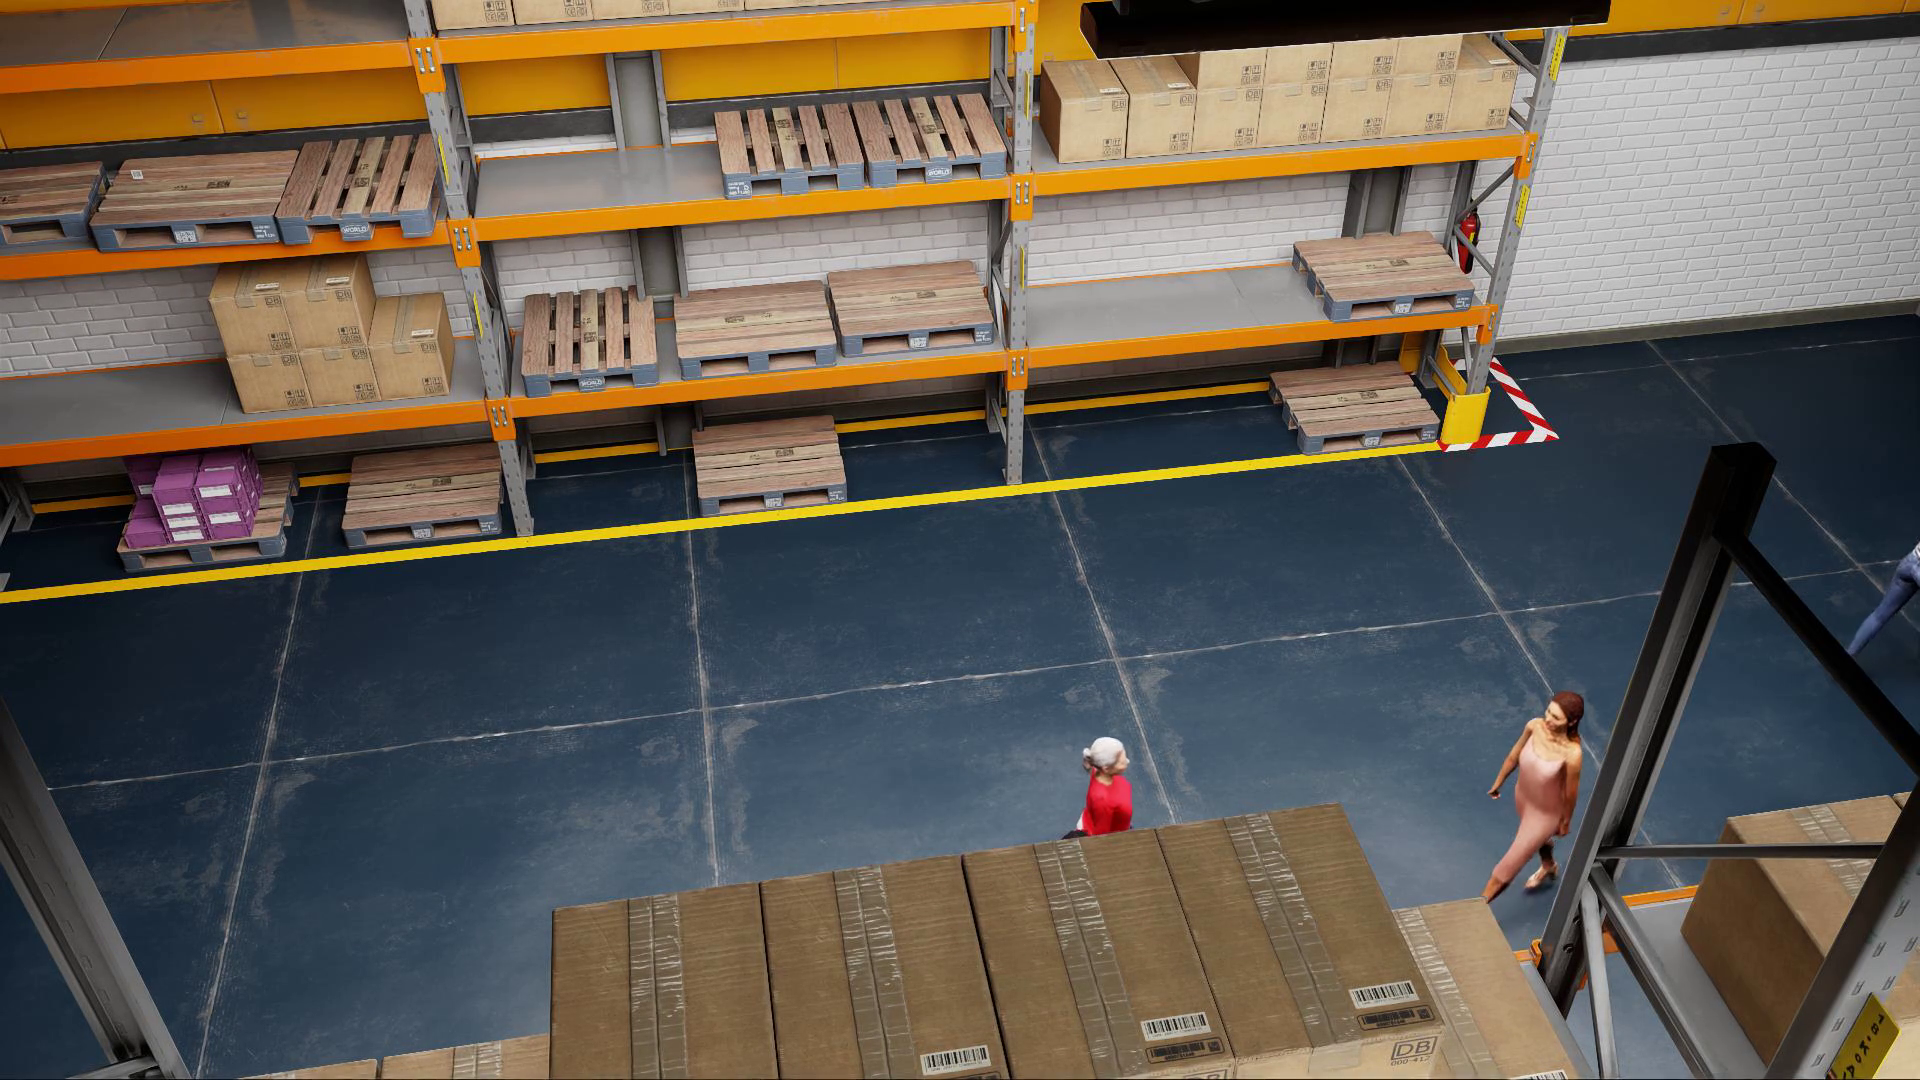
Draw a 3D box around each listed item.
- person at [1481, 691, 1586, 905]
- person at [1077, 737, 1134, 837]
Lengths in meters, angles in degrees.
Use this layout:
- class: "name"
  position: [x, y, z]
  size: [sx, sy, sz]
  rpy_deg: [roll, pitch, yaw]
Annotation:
- class: "person"
  position: [3.503, 1.565, 9.896]
  size: [1.183, 1.779, 0.811]
  rpy_deg: [-15, 41, -18]
- class: "person"
  position: [0.730, 1.774, 9.732]
  size: [1.070, 1.658, 0.692]
  rpy_deg: [0, 39, -1]
